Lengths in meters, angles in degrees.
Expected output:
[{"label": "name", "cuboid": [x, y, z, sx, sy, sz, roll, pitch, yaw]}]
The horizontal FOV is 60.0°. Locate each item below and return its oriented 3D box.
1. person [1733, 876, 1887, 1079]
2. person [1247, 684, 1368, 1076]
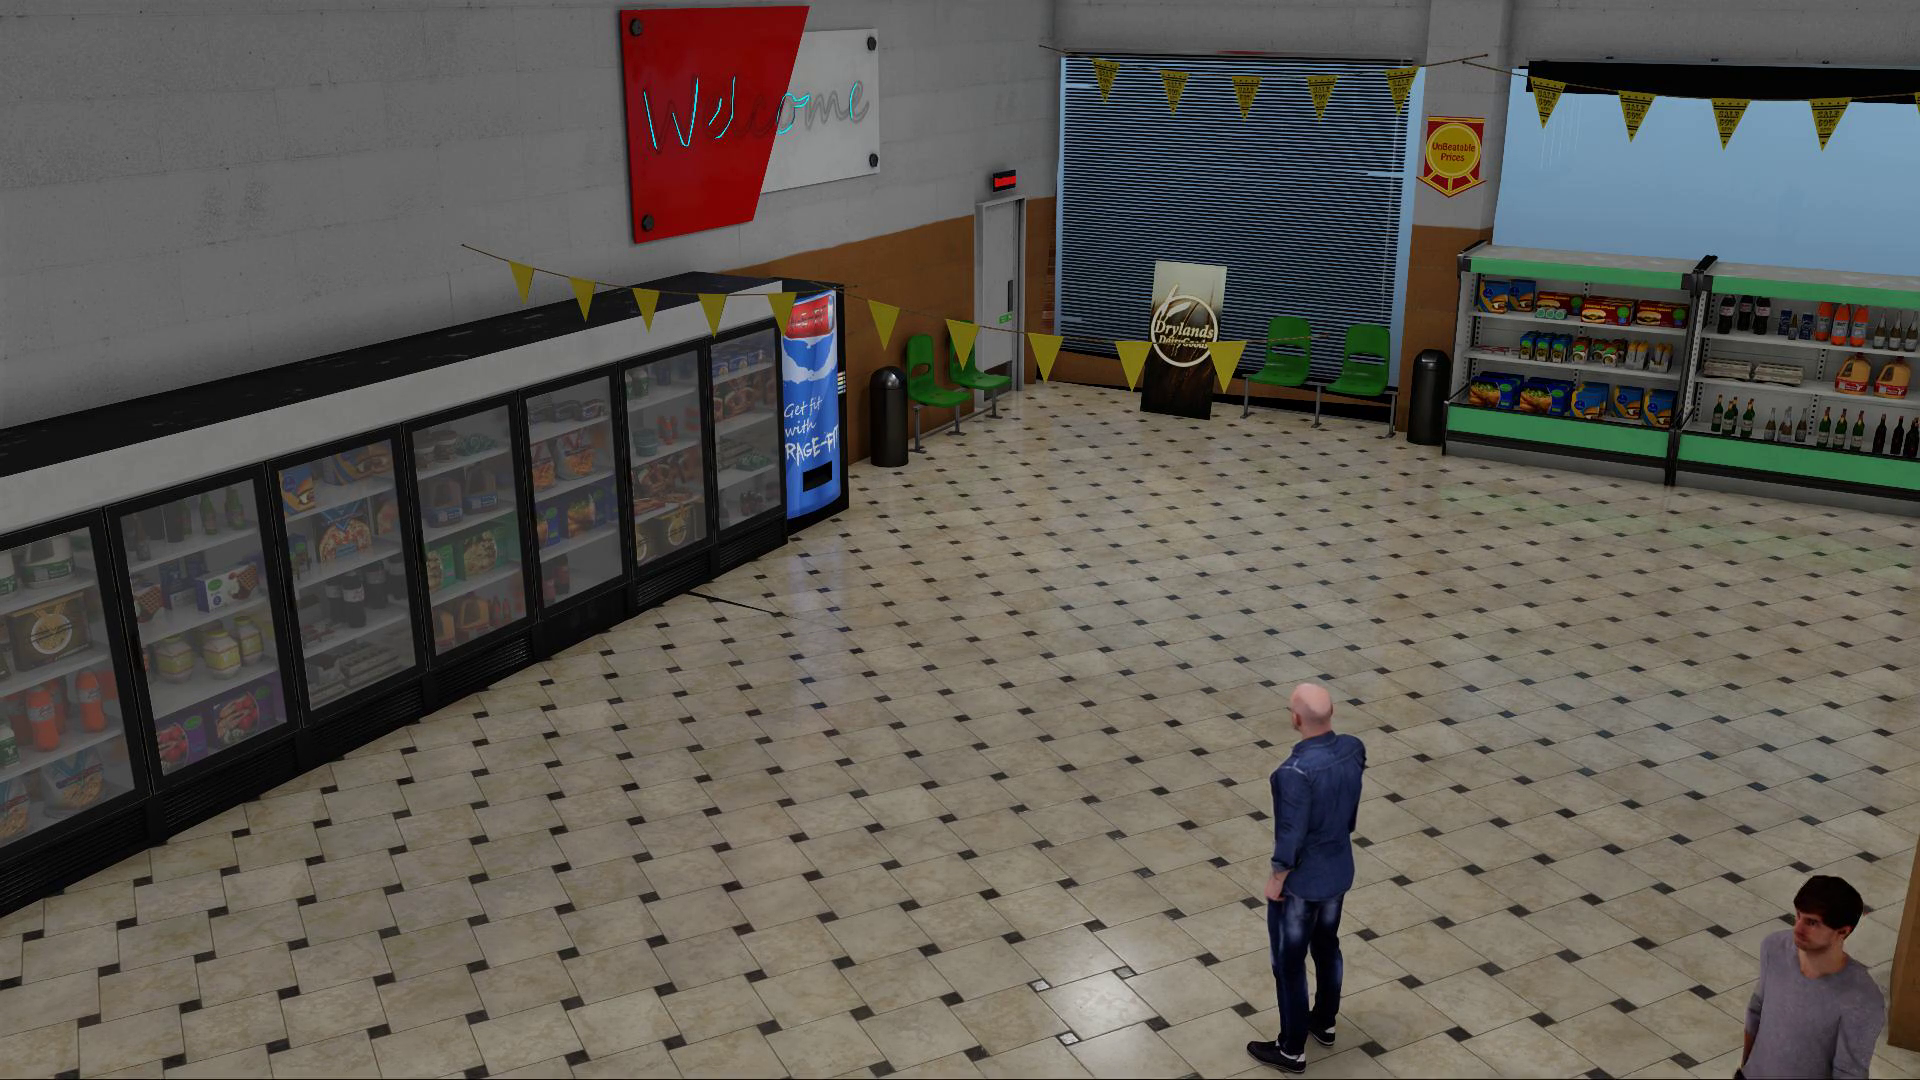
[{"label": "person", "cuboid": [2.998, 1.979, 5.844, 0.869, 1.829, 0.799, -6, 20, -17]}, {"label": "person", "cuboid": [1.538, 1.479, 7.333, 0.777, 1.826, 0.698, -17, 25, -41]}]
